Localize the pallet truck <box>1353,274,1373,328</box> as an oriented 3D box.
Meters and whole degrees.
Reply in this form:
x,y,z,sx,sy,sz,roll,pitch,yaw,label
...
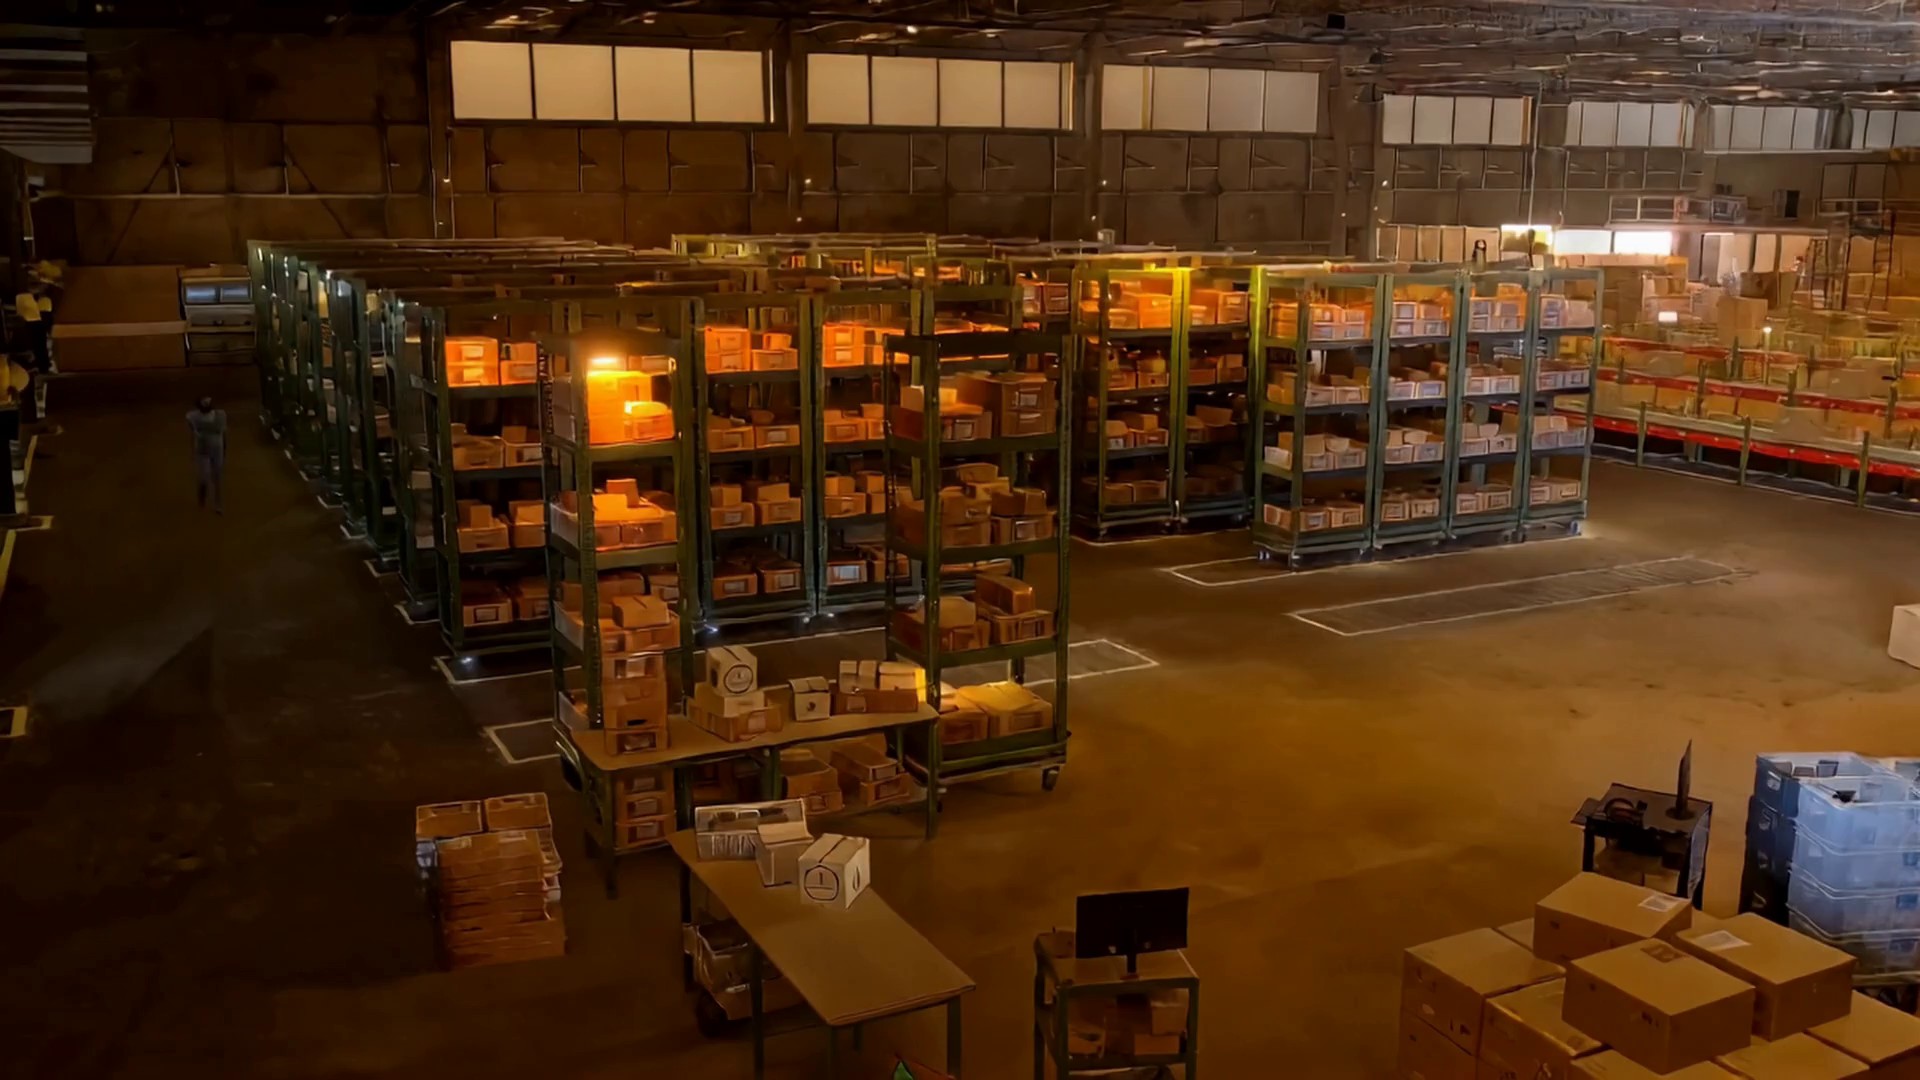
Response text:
x,y,z,sx,sy,sz,roll,pitch,yaw,label
13.011,-8.050,55.243,0.823,1.965,1.885,-7,14,-28,pallet truck

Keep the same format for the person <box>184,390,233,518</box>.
x,y,z,sx,sy,sz,roll,pitch,yaw,label
-10.696,-1.227,23.722,0.563,1.828,0.498,-9,15,-36,person

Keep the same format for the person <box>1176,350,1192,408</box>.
x,y,z,sx,sy,sz,roll,pitch,yaw,label
4.380,-3.009,32.182,0.594,1.784,0.942,-4,13,-16,person

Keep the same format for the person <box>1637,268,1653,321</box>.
x,y,z,sx,sy,sz,roll,pitch,yaw,label
22.303,-7.816,54.070,0.626,2.030,0.633,-11,17,-43,person

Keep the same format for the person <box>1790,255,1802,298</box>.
x,y,z,sx,sy,sz,roll,pitch,yaw,label
34.520,-10.874,68.817,0.638,1.845,0.577,10,16,39,person
